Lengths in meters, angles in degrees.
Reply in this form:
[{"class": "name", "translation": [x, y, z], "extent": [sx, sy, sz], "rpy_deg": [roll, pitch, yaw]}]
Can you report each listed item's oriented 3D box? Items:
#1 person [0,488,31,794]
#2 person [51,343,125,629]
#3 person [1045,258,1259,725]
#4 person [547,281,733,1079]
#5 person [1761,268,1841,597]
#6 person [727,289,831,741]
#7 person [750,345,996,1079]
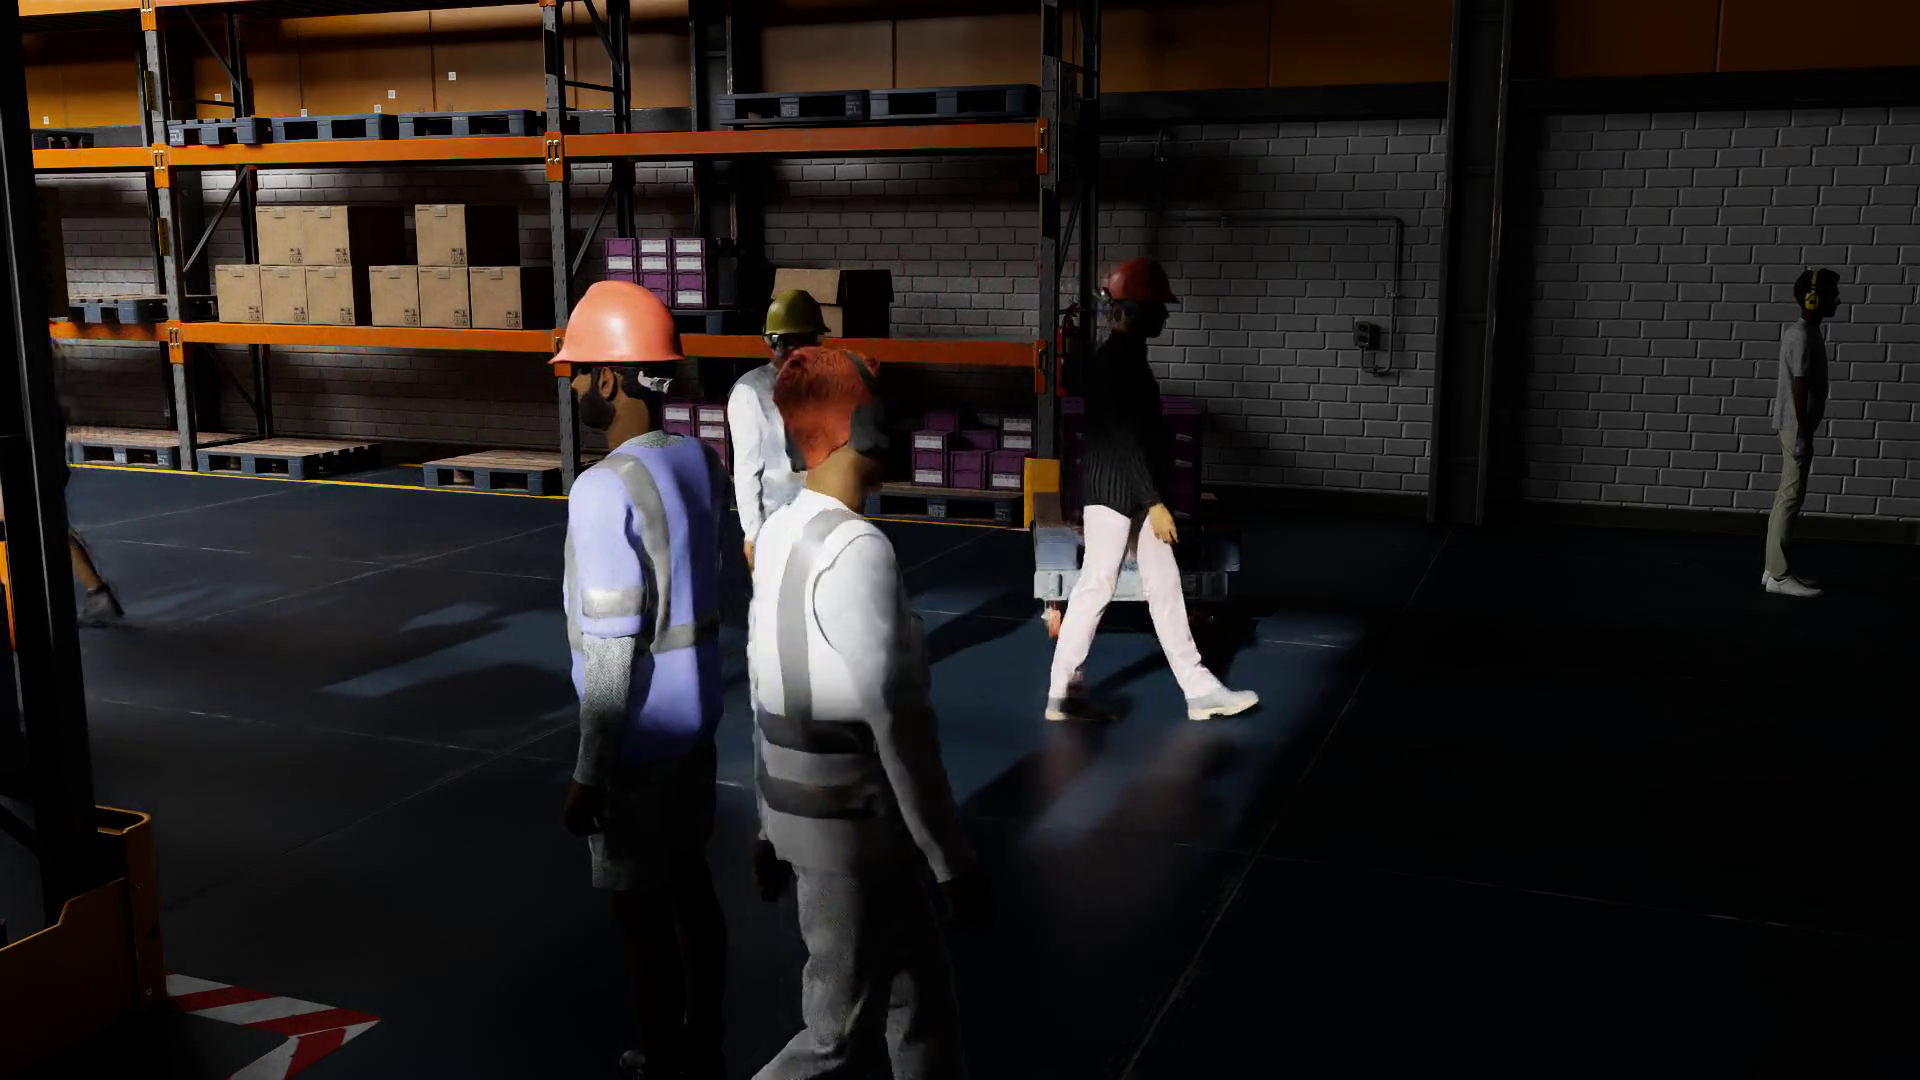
[{"class": "person", "translation": [-3.654, 0.065, 6.058], "extent": [0.526, 1.772, 0.308], "rpy_deg": [-1, 10, -7]}, {"class": "person", "translation": [-4.882, -0.467, 8.685], "extent": [0.985, 1.896, 0.544], "rpy_deg": [-1, 10, -3]}, {"class": "person", "translation": [0.776, -0.171, 6.872], "extent": [0.888, 1.951, 0.617], "rpy_deg": [4, 11, 19]}, {"class": "person", "translation": [-0.714, 0.406, 3.688], "extent": [0.358, 1.938, 0.542], "rpy_deg": [3, 11, 15]}, {"class": "person", "translation": [4.855, -0.617, 9.572], "extent": [0.328, 1.872, 0.514], "rpy_deg": [4, 11, 22]}, {"class": "person", "translation": [-0.655, -0.082, 6.690], "extent": [0.403, 1.835, 0.586], "rpy_deg": [7, 12, 35]}, {"class": "person", "translation": [-0.240, 0.556, 3.183], "extent": [0.871, 1.840, 0.588], "rpy_deg": [-2, 10, -13]}]
